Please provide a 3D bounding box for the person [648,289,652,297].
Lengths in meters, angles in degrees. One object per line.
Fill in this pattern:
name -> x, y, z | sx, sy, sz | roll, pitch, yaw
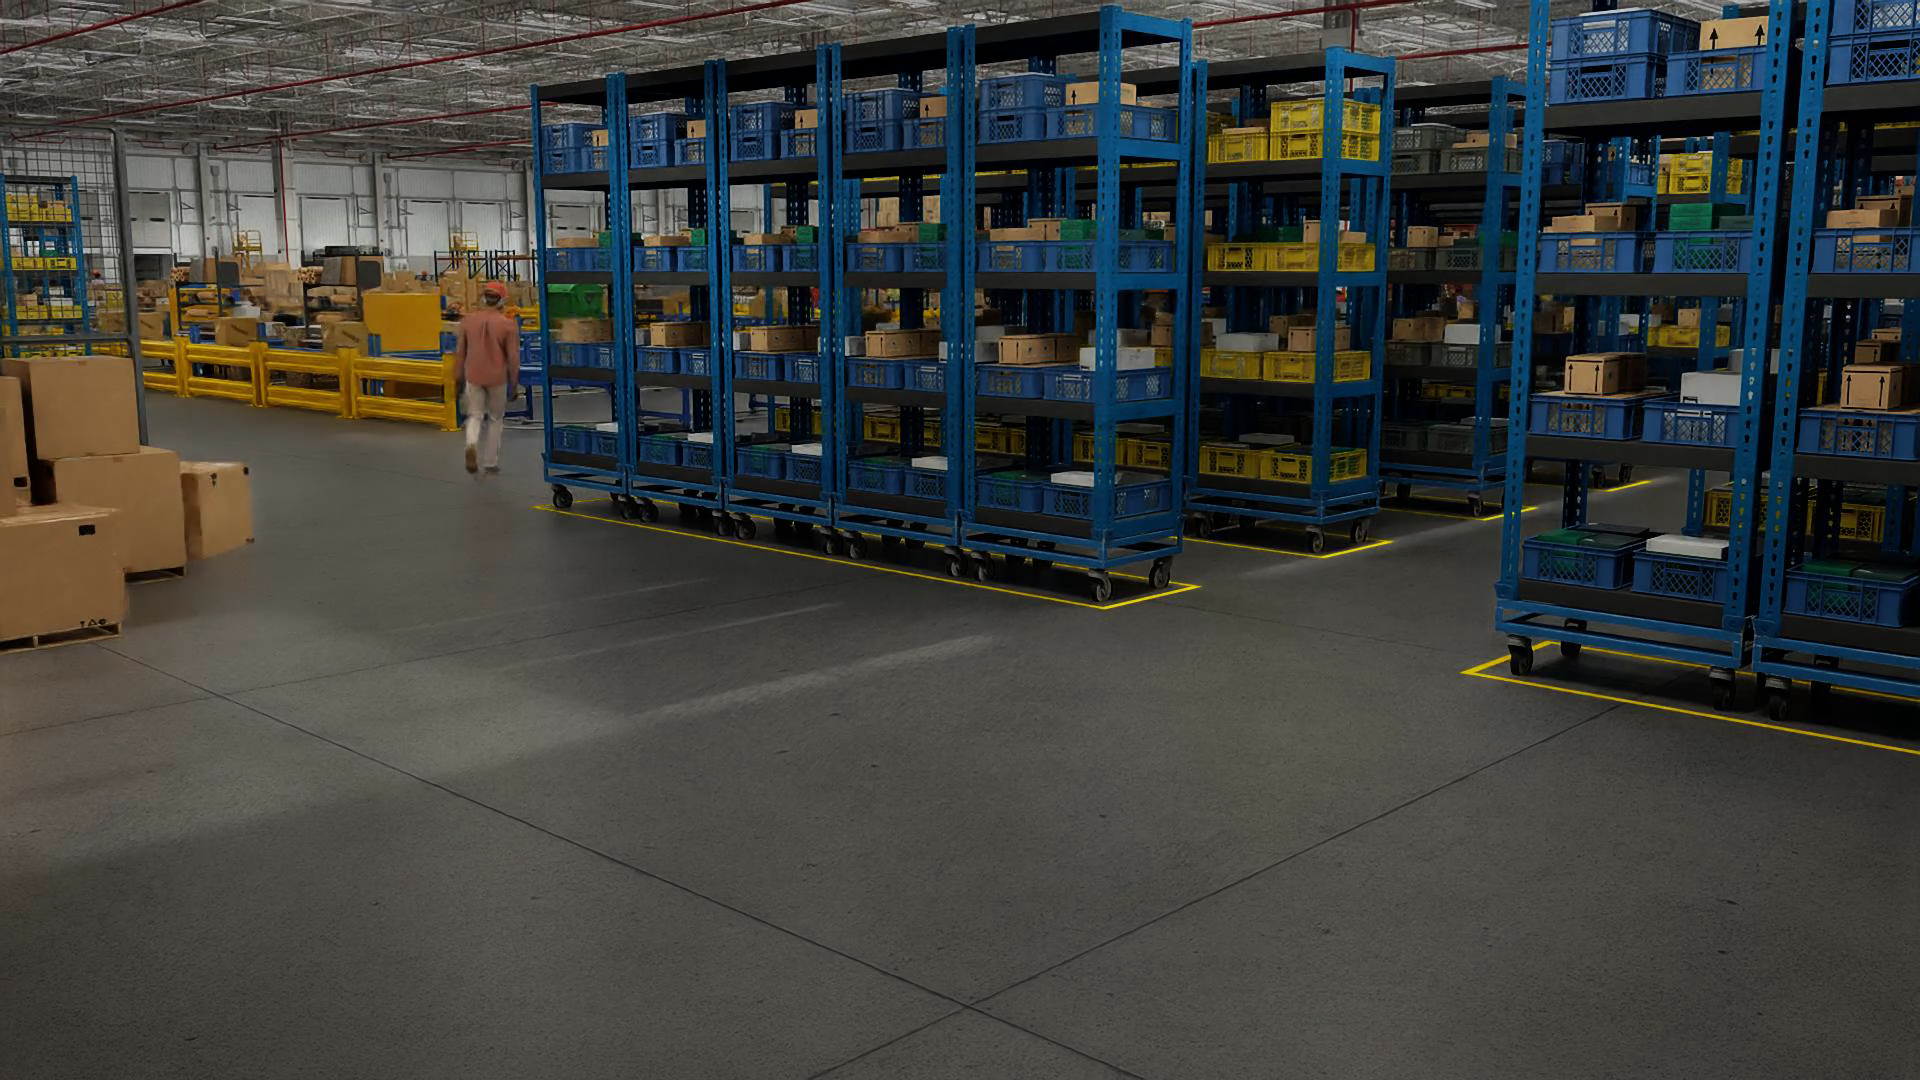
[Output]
person -> -17.343, -14.093, 93.247 | 0.377, 1.936, 0.627 | -5, 10, -26

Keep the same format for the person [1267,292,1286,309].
person -> 7.808, -5.557, 40.921 | 0.466, 1.924, 0.635 | -8, 12, -40

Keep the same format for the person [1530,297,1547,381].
person -> 6.878, -2.071, 20.018 | 0.946, 1.790, 0.585 | 8, 12, 39

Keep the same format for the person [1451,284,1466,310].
person -> 9.218, -3.866, 30.812 | 0.390, 1.846, 0.564 | 4, 10, 22

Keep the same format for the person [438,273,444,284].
person -> -27.963, -13.449, 89.498 | 0.600, 1.863, 0.507 | 7, 12, 37

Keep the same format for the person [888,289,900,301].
person -> -2.375, -8.657, 60.718 | 0.534, 1.670, 0.768 | 0, 9, -1

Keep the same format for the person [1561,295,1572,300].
person -> 12.539, -4.432, 34.347 | 0.591, 1.825, 0.404 | -7, 11, -35

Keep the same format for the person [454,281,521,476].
person -> -4.696, -1.587, 16.506 | 0.665, 1.952, 0.682 | 0, 9, 2

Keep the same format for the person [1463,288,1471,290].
person -> 19.083, -8.916, 62.415 | 0.509, 1.620, 0.382 | 7, 12, 36

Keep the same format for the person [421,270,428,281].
person -> -28.263, -13.247, 87.876 | 0.396, 1.992, 0.623 | -1, 9, -5

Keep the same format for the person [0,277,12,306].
person -> -37.562, -9.498, 65.384 | 0.539, 1.825, 0.928 | 5, 11, 28

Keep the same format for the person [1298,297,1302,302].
person -> 8.352, -5.550, 41.644 | 0.336, 1.685, 0.545 | 9, 13, 43

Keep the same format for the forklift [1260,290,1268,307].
forklift -> 9.368, -7.786, 51.679 | 1.129, 2.768, 1.873 | -5, 11, -28

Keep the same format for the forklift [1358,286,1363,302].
forklift -> 11.100, -7.017, 46.970 | 1.873, 2.768, 1.129 | 9, 13, 43

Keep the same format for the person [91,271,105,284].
person -> -31.572, -8.856, 60.998 | 0.511, 1.987, 0.692 | 3, 10, 17
